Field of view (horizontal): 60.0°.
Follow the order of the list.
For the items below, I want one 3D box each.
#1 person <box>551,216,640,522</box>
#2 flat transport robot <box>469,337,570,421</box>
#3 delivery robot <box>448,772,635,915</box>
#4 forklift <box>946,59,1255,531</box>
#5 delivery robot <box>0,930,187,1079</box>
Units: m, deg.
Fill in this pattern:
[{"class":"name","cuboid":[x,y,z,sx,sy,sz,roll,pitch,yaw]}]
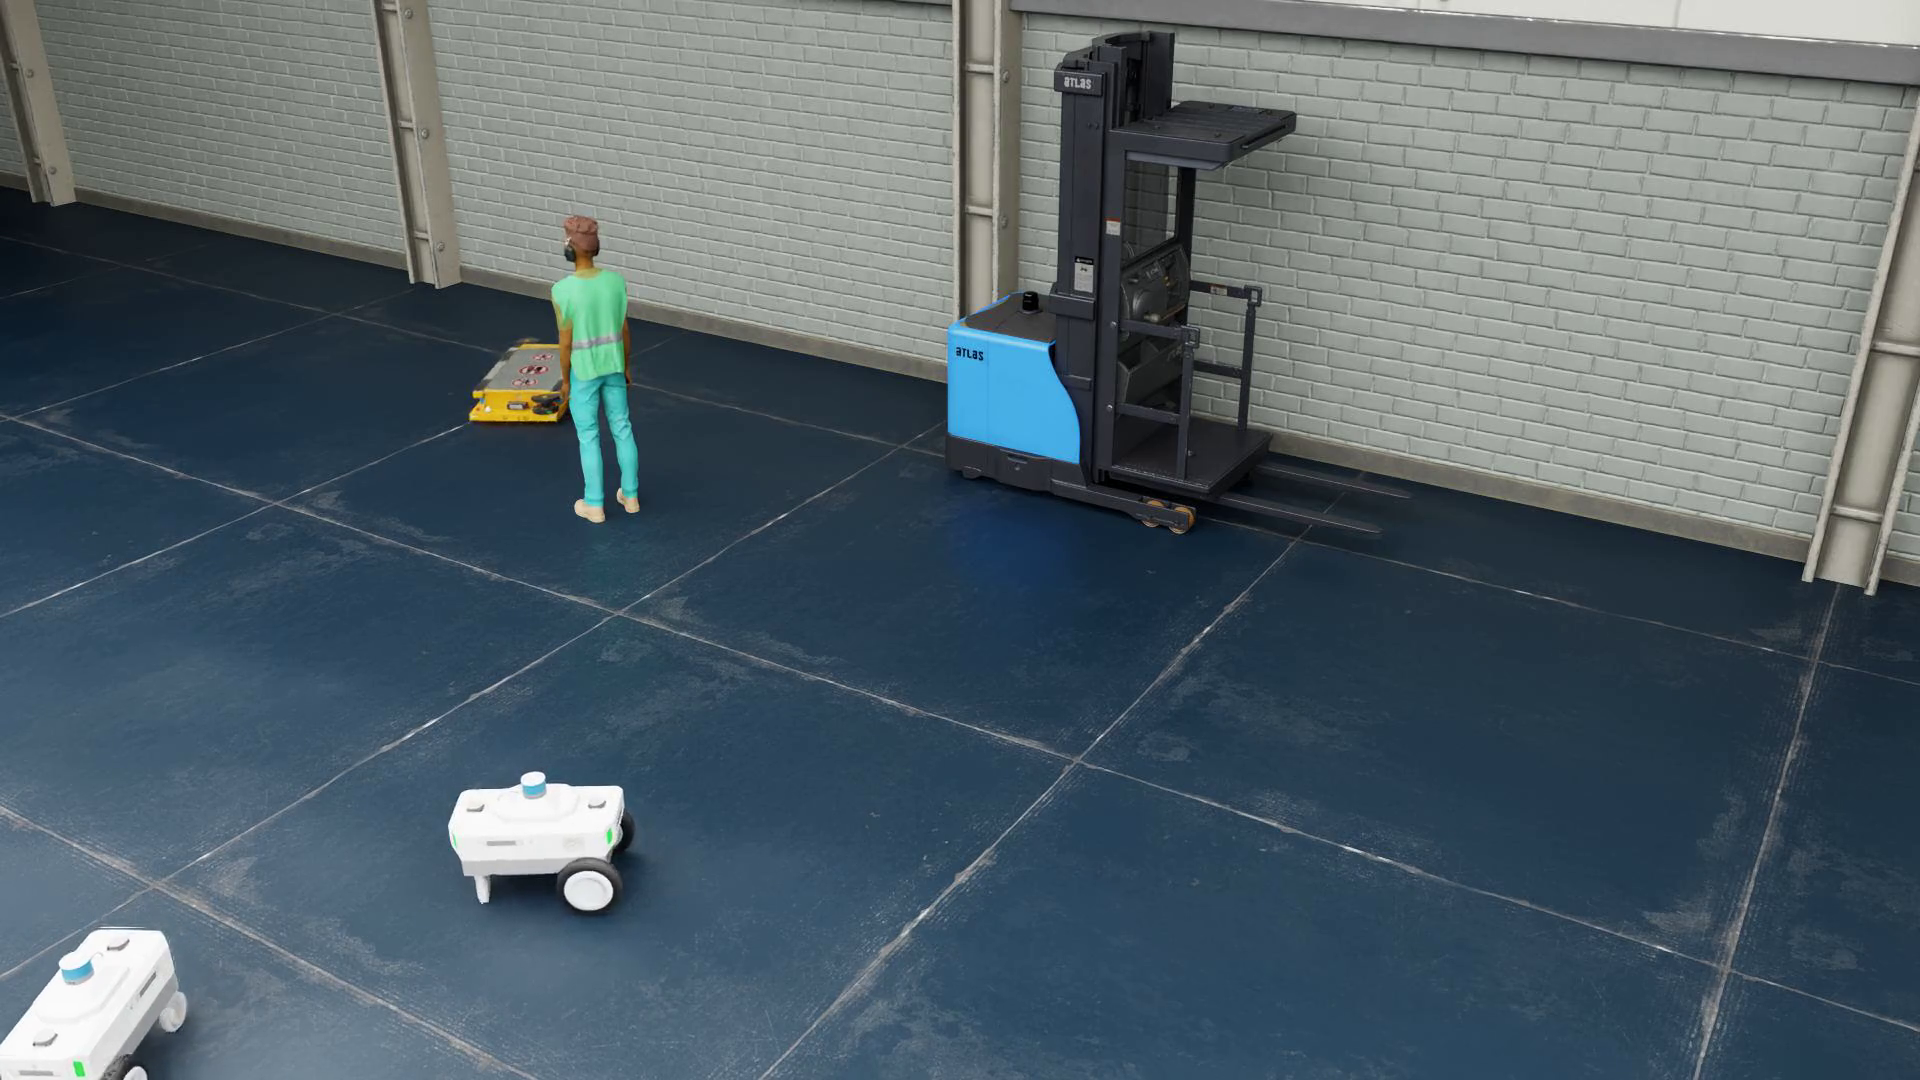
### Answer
[{"class":"person","cuboid":[-2.297,-1.066,10.517,0.489,1.978,0.397,-17,30,-32]},{"class":"flat transport robot","cuboid":[-3.274,-1.244,12.889,0.659,0.231,1.431,1,25,2]},{"class":"delivery robot","cuboid":[-1.794,1.279,7.215,0.764,0.593,0.513,-1,25,-3]},{"class":"forklift","cuboid":[0.933,-1.707,10.833,1.873,2.768,1.129,15,29,28]},{"class":"delivery robot","cuboid":[-3.205,1.805,6.121,0.499,0.608,0.793,1,25,2]}]
